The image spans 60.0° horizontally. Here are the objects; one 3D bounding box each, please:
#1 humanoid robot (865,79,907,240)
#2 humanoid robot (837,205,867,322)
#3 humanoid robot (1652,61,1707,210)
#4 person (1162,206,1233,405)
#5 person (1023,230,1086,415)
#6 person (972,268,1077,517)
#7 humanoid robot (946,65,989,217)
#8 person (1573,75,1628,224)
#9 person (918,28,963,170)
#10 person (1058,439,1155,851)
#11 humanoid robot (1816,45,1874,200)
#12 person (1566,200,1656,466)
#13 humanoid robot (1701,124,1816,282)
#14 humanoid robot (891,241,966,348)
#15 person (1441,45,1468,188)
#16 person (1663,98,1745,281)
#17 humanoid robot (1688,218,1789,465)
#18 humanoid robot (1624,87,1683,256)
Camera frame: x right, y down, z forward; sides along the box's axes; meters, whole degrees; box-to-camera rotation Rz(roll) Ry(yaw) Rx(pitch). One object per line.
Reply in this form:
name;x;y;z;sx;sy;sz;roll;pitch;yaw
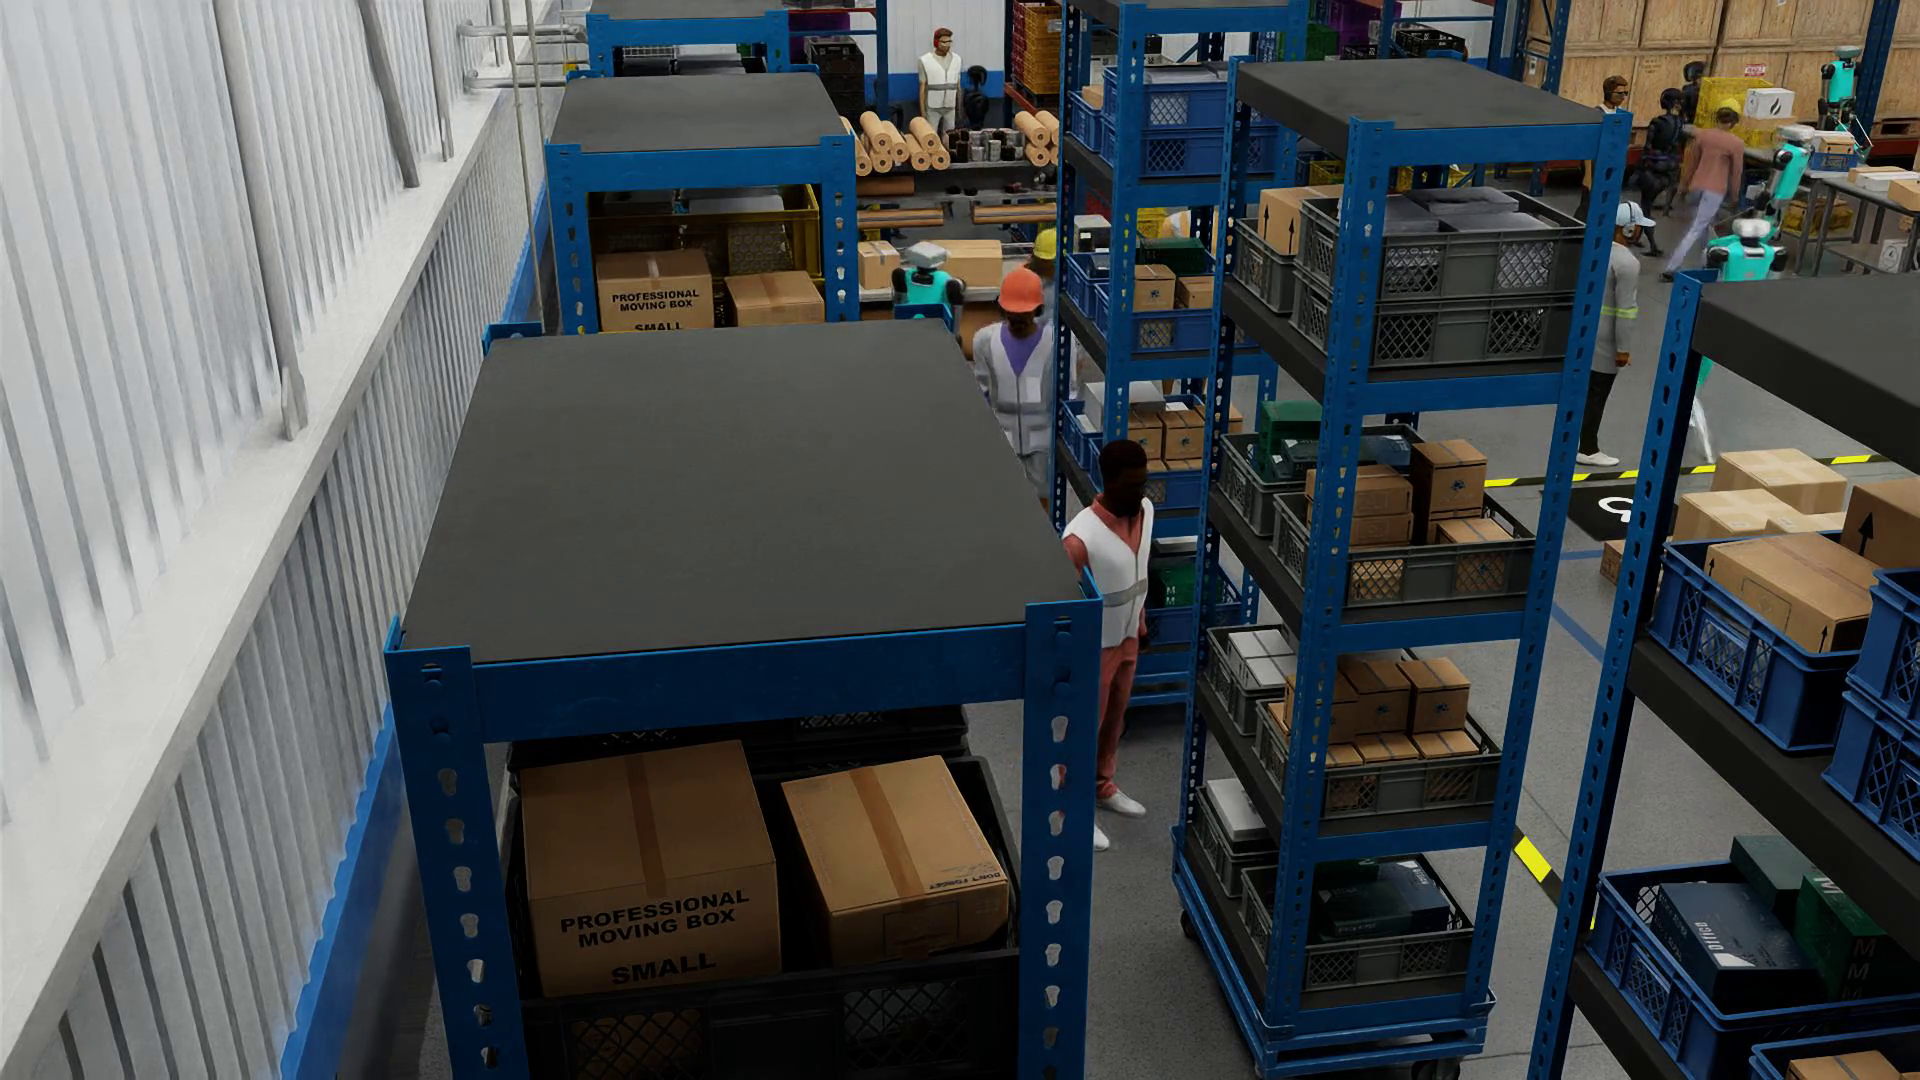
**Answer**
humanoid robot;-0.833;-3.987;17.342;0.615;1.640;0.768;-16;29;-31
humanoid robot;-0.892;-2.289;13.597;0.545;1.646;0.605;-15;29;-29
humanoid robot;8.133;-4.458;18.377;0.776;1.606;0.612;-2;25;-4
person;1.709;-1.743;12.104;0.542;1.928;0.372;-3;25;-6
person;0.588;-1.277;11.326;0.507;1.724;0.387;10;27;21
person;0.346;-0.527;9.361;0.623;2.017;0.806;5;25;10
humanoid robot;0.088;-4.292;17.964;0.589;1.640;0.599;-5;25;-10
person;6.256;-3.620;16.298;0.505;1.838;0.336;-22;33;-40
person;-0.232;-4.989;19.271;0.563;1.836;0.389;-14;28;-28
person;0.638;0.440;7.372;0.371;1.915;0.594;17;30;33
humanoid robot;9.743;-4.524;18.219;0.533;1.673;0.735;-11;27;-23
person;4.480;-1.428;11.508;0.396;1.850;0.596;-5;25;-11
humanoid robot;6.944;-2.801;14.663;0.530;1.775;0.838;-19;31;-35
humanoid robot;-0.338;-0.972;10.631;0.539;1.782;0.693;16;29;31
person;5.307;-4.443;18.075;0.429;1.841;0.633;6;25;12
person;7.097;-3.310;15.775;0.898;1.696;0.537;-11;27;-22
humanoid robot;5.376;-1.483;11.859;0.535;1.783;1.057;1;25;2
humanoid robot;6.955;-3.687;16.666;0.585;1.656;0.600;-17;30;-33
